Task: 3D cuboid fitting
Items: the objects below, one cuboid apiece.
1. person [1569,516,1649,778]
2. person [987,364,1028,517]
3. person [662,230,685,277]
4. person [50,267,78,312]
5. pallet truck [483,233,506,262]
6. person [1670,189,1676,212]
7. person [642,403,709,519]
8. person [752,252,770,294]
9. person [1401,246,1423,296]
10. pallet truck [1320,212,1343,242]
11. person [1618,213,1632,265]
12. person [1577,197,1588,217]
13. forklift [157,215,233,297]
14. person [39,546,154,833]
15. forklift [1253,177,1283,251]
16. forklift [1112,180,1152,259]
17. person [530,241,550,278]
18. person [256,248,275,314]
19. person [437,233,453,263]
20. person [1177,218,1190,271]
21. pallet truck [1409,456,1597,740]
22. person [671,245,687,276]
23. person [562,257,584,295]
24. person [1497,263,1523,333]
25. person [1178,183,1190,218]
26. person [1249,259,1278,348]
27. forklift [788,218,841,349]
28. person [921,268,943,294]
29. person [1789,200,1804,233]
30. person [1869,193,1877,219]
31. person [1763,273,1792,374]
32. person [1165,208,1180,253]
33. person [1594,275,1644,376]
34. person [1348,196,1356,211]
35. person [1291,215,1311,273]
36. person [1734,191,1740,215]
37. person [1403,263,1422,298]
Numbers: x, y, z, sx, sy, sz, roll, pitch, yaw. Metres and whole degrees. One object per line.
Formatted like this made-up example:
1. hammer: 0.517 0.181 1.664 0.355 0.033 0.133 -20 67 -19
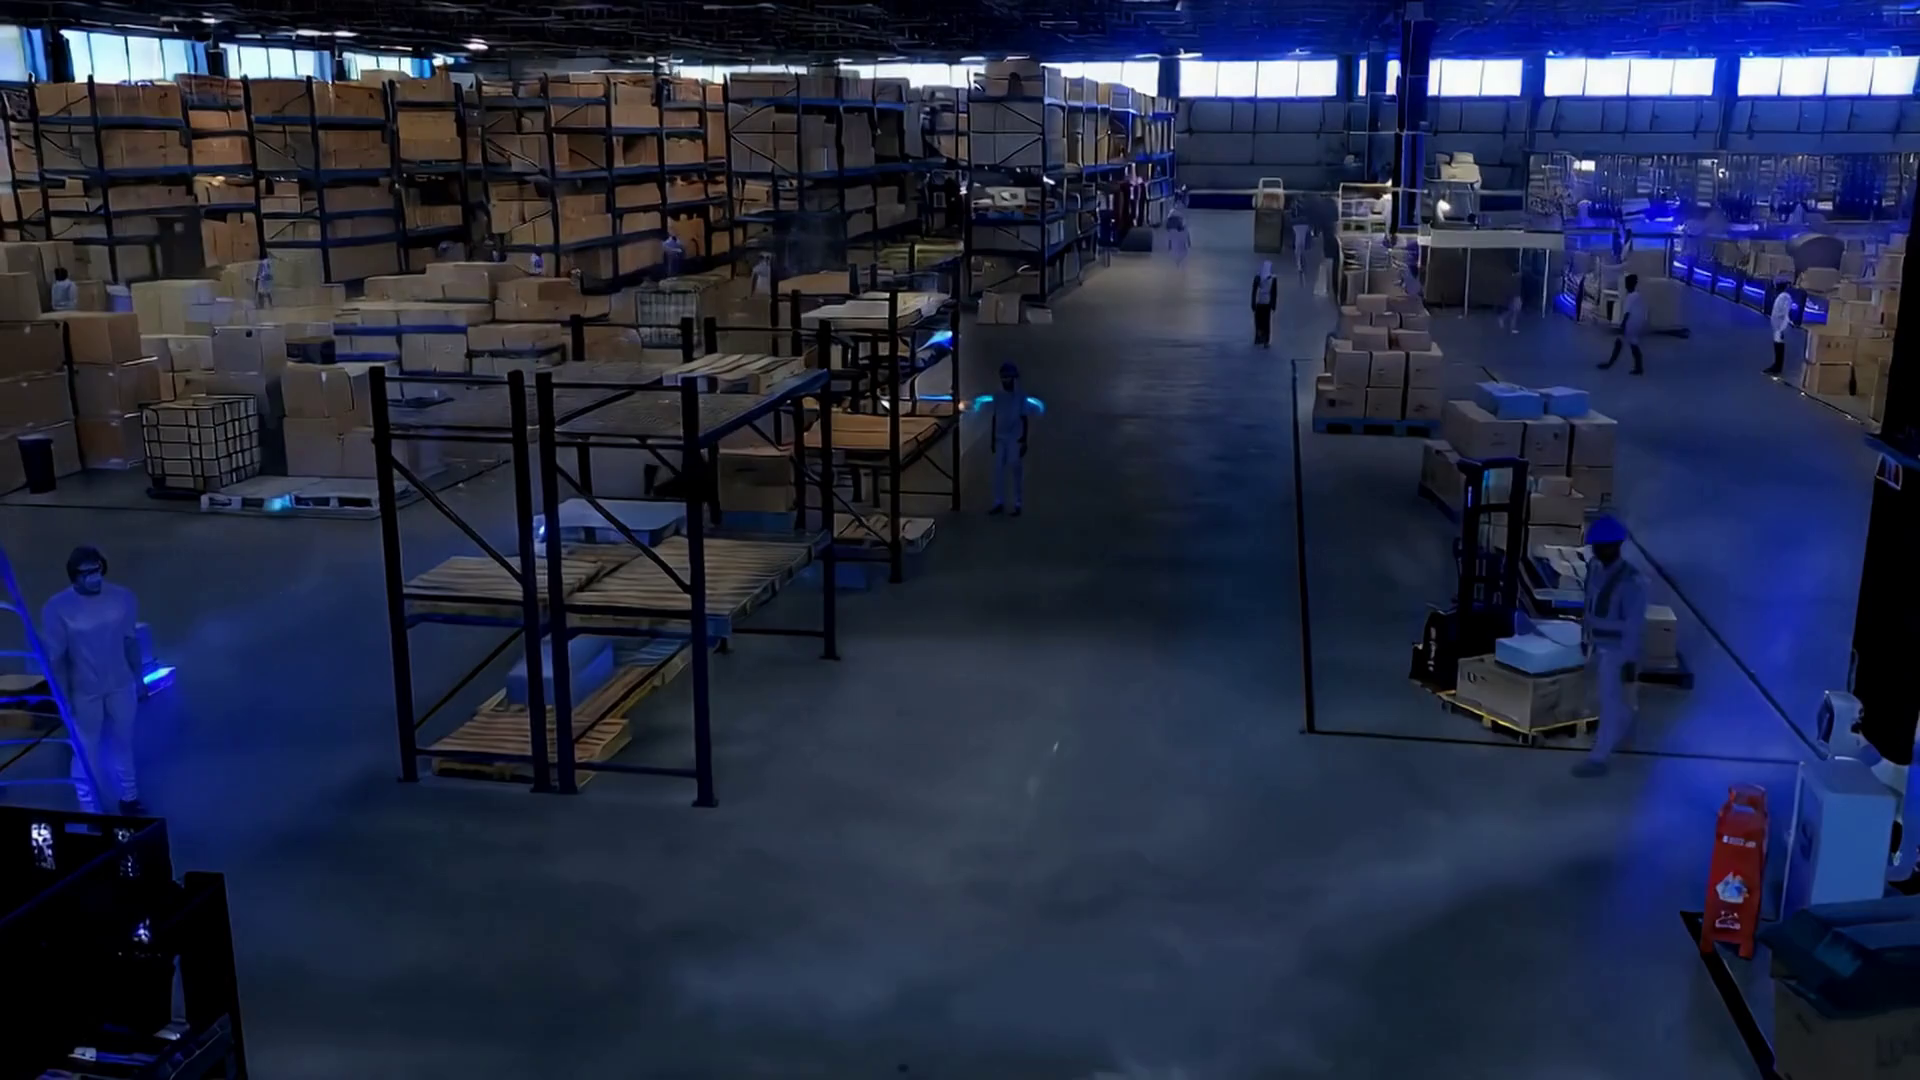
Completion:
1. person: 4.783 0.762 12.082 0.661 1.918 0.648 -4 15 -18
2. person: 0.585 -1.211 20.199 0.518 1.874 0.330 9 16 32
3. person: -7.916 -7.595 46.007 0.645 1.926 0.608 -2 14 -8
4. person: -18.705 -4.777 34.740 0.626 1.844 0.429 5 15 19
5. pallet truck: -11.832 -7.026 43.548 1.885 1.965 0.823 8 16 28
6. person: 38.275 -18.041 88.859 0.884 1.699 0.586 4 14 15
7. person: -2.841 -0.506 16.988 0.936 2.000 0.684 13 19 42
8. person: -4.402 -5.530 37.599 0.635 1.936 0.353 -11 18 -39
9. person: 10.456 -5.877 38.901 0.998 2.004 0.613 9 16 31
10. pallet truck: 15.874 -13.227 70.310 0.680 1.201 1.601 10 17 35
11. person: 23.219 -10.509 58.068 0.403 1.817 0.601 8 16 31
12. person: 27.094 -13.986 72.212 0.820 1.811 0.594 4 14 14
13. forklift: -16.641 -5.540 35.697 1.873 2.768 1.129 3 14 10
14. person: -5.760 0.984 11.149 0.373 1.940 0.628 10 17 34
15. forklift: 12.083 -12.747 64.956 1.129 2.768 1.873 3 14 10
16. forklift: 6.082 -11.722 60.796 1.873 2.768 1.129 2 14 9
17. person: -10.444 -6.536 41.721 0.679 1.915 0.580 5 15 18
18. person: -17.808 -6.618 42.544 0.432 1.682 0.539 1 14 5
19. person: -14.390 -7.659 46.468 0.429 1.837 0.629 2 14 9
20. person: 7.486 -9.946 55.886 0.547 1.752 0.484 -11 18 -38
21. pallet truck: 4.504 0.400 13.395 0.823 1.965 1.885 -6 15 -23
22. person: -6.765 -6.052 39.665 0.849 1.968 0.622 -7 15 -25
23. person: -9.347 -6.018 40.213 0.525 1.631 0.313 0 14 -2
24. person: 12.787 -5.615 38.586 0.532 1.622 0.497 11 18 37
25. person: 11.845 -17.905 87.854 0.615 1.932 0.637 4 14 14
26. person: 6.567 -5.101 35.901 0.391 1.919 0.595 -12 18 -40
27. forklift: -3.099 -5.364 34.980 1.129 2.768 1.873 3 14 10
28. person: -0.706 -6.259 41.258 0.516 1.594 0.834 -3 14 -13
29. person: 35.404 -13.516 70.425 0.300 1.749 0.566 -7 15 -25
30. person: 43.054 -15.667 78.638 0.401 1.989 0.623 -4 14 -15
31. person: 15.764 -4.157 32.018 0.362 1.939 0.542 4 15 18
32. person: 8.173 -11.918 63.971 0.541 1.733 0.878 1 14 5
33. person: 12.722 -4.113 31.875 0.961 1.922 0.611 4 14 17
34. person: 19.594 -16.551 82.953 0.518 1.639 0.312 2 14 9
35. person: 11.205 -9.720 54.693 0.675 1.890 0.474 5 15 19
36. person: 37.321 -15.998 79.879 0.397 2.044 0.609 2 14 8
37. person: 10.242 -5.426 37.680 0.547 1.681 0.369 -6 15 -24
